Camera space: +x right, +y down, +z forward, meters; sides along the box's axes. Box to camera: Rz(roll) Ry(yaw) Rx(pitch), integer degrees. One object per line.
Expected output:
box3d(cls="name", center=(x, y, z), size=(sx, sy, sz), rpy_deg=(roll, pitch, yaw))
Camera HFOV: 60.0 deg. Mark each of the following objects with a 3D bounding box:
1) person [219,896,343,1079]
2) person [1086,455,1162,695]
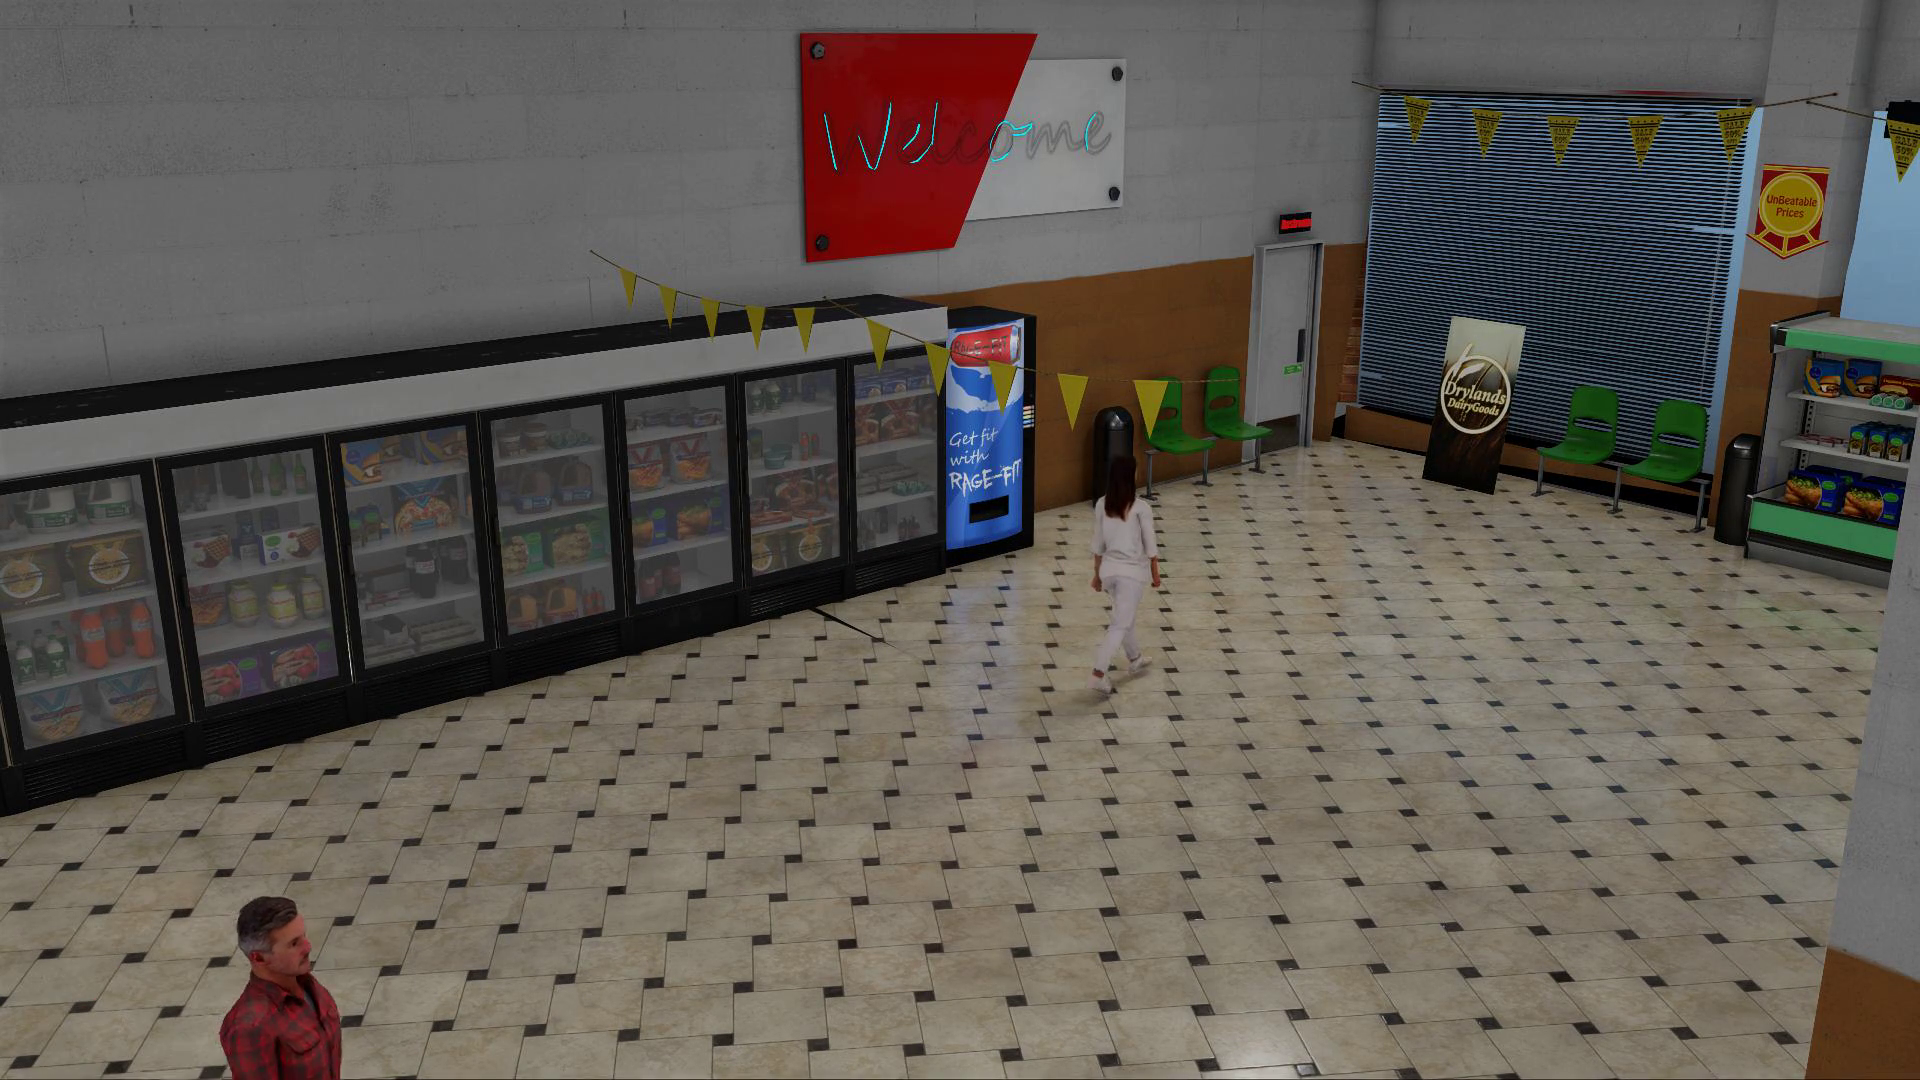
box3d(cls="person", center=(-2.268, 2.003, 5.489), size=(0.885, 1.817, 0.821), rpy_deg=(1, 17, 2))
box3d(cls="person", center=(1.102, 0.268, 11.481), size=(1.059, 1.655, 0.768), rpy_deg=(14, 22, 39))
